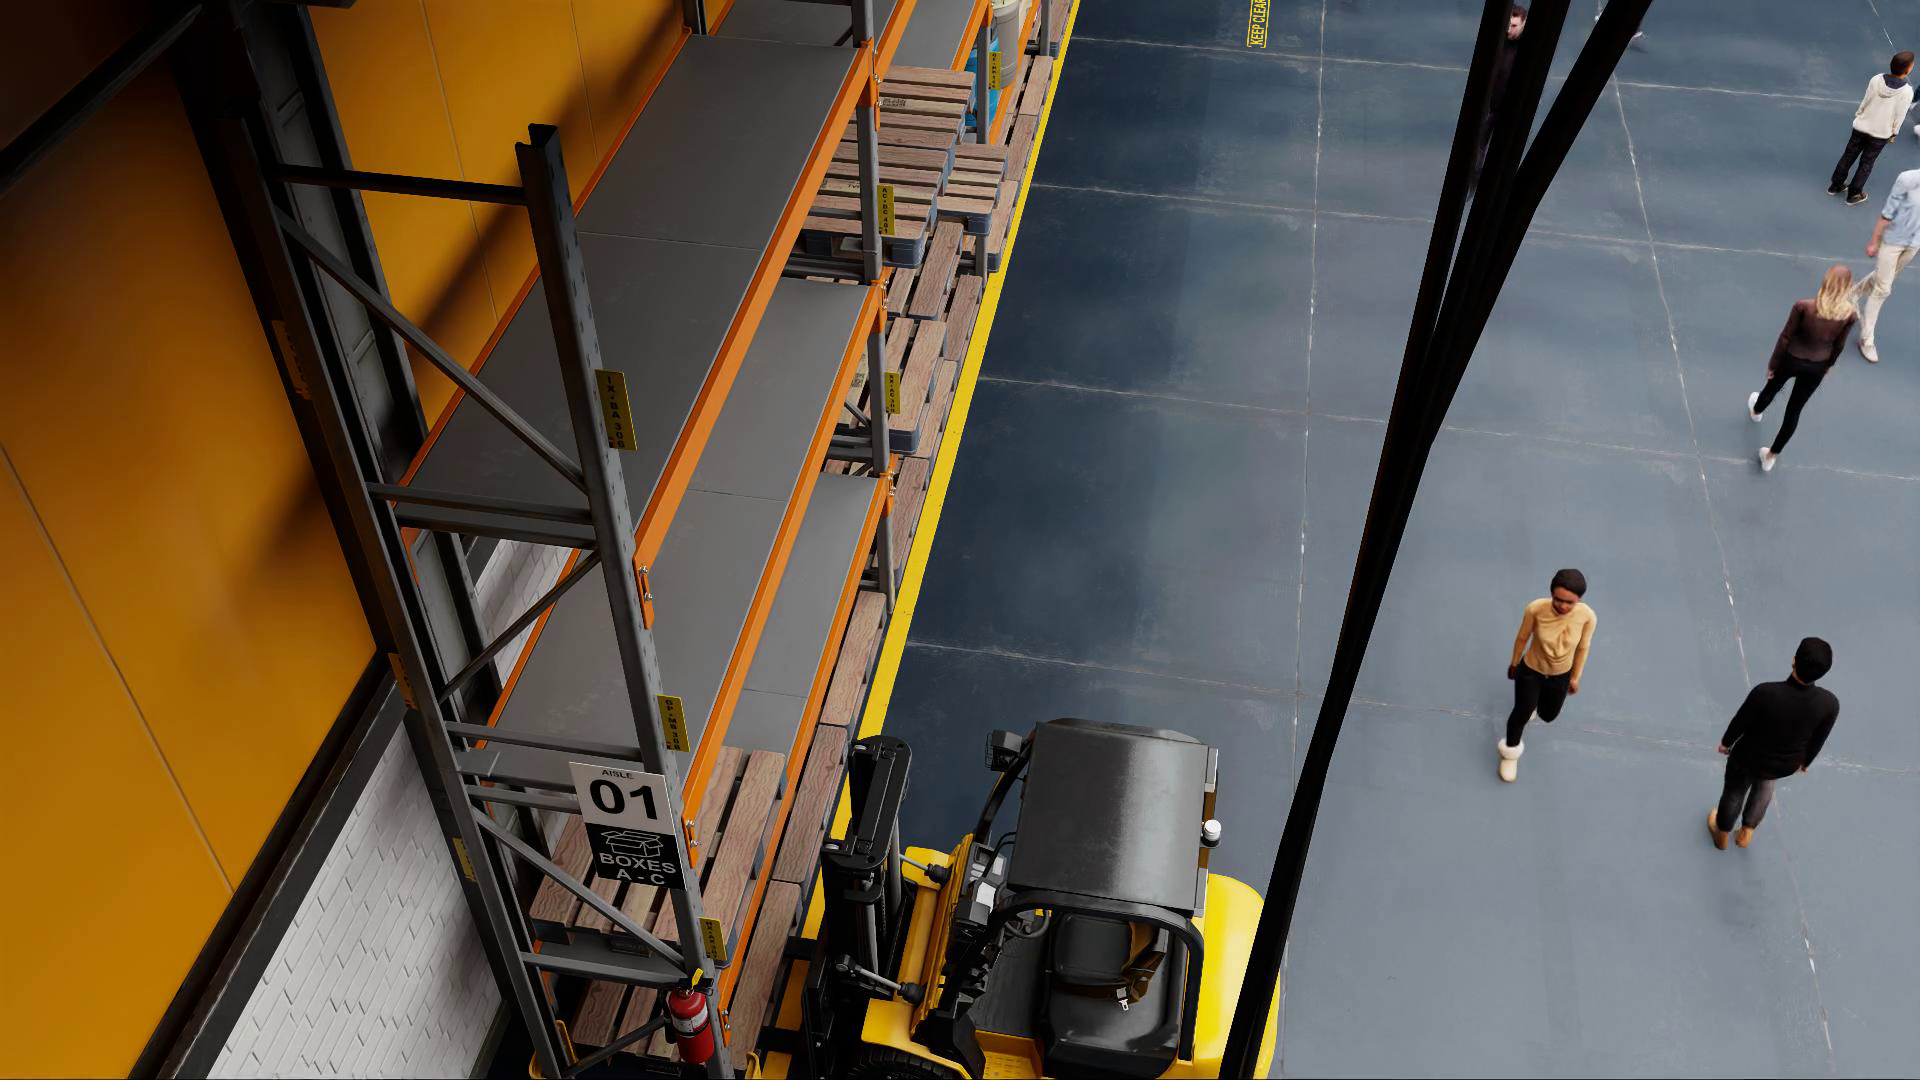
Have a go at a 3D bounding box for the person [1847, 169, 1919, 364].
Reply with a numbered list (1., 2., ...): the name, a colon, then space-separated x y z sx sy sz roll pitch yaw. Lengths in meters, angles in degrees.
1. person: 7.598 -2.474 13.485 0.854 1.826 1.144 -4 44 -4

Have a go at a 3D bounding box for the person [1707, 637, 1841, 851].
1. person: 4.702 1.263 9.640 0.649 1.719 0.570 8 44 8

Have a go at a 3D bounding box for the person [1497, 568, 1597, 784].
1. person: 3.595 0.752 10.233 0.599 1.641 0.883 9 44 10

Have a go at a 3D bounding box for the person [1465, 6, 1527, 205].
1. person: 4.860 -3.930 14.964 0.833 1.894 0.942 20 47 20

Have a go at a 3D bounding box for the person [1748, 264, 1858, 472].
1. person: 6.220 -1.229 12.293 0.709 1.666 1.053 11 45 12

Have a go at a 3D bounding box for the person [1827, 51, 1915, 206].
1. person: 8.283 -3.745 15.090 0.703 1.452 0.648 -27 50 -26
